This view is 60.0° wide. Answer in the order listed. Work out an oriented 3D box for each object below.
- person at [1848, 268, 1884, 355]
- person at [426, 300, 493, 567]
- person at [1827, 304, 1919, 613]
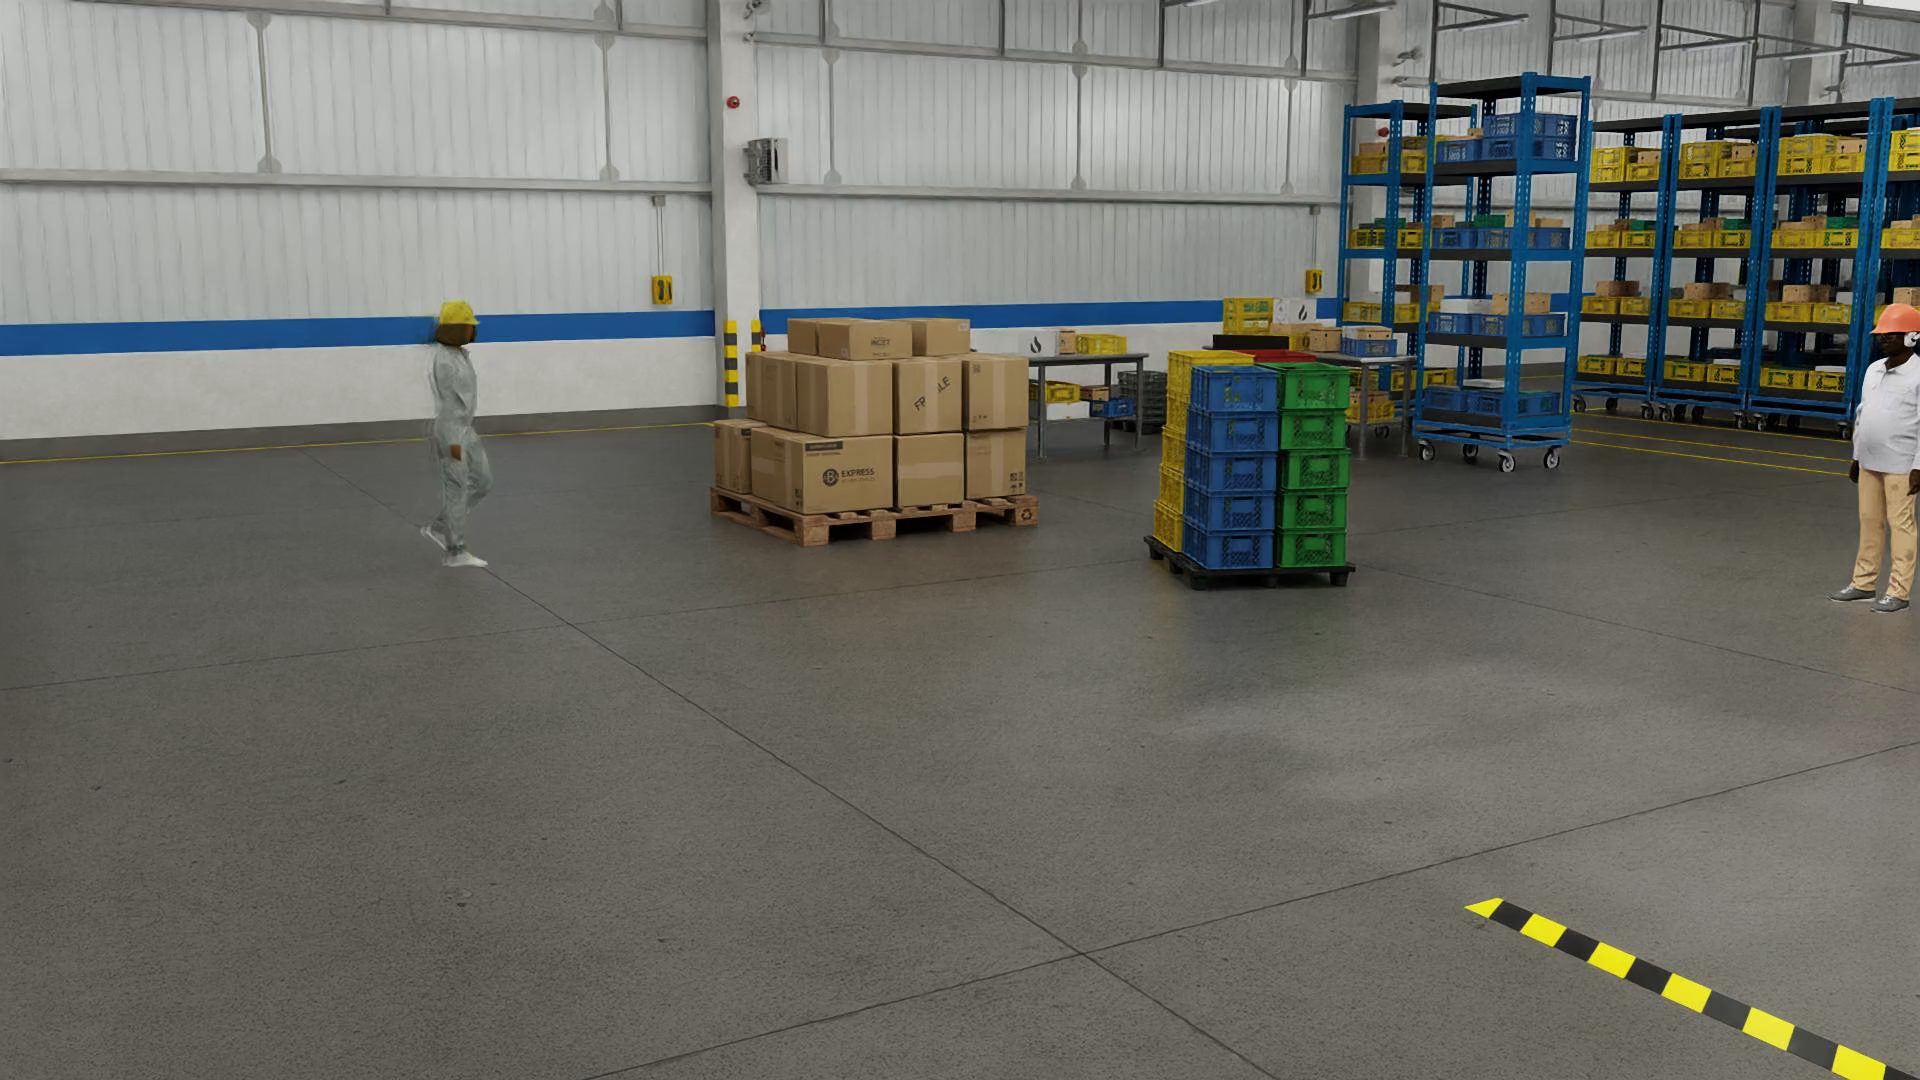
[{"bbox_3d":[11.965,-2.726,22.153,0.580,1.805,0.772,-4,11,-23],"label":"person"},{"bbox_3d":[-3.258,-0.678,10.765,0.400,1.735,0.484,1,10,3],"label":"person"},{"bbox_3d":[5.297,-0.466,9.498,0.326,1.752,0.561,-2,10,-12],"label":"person"}]
